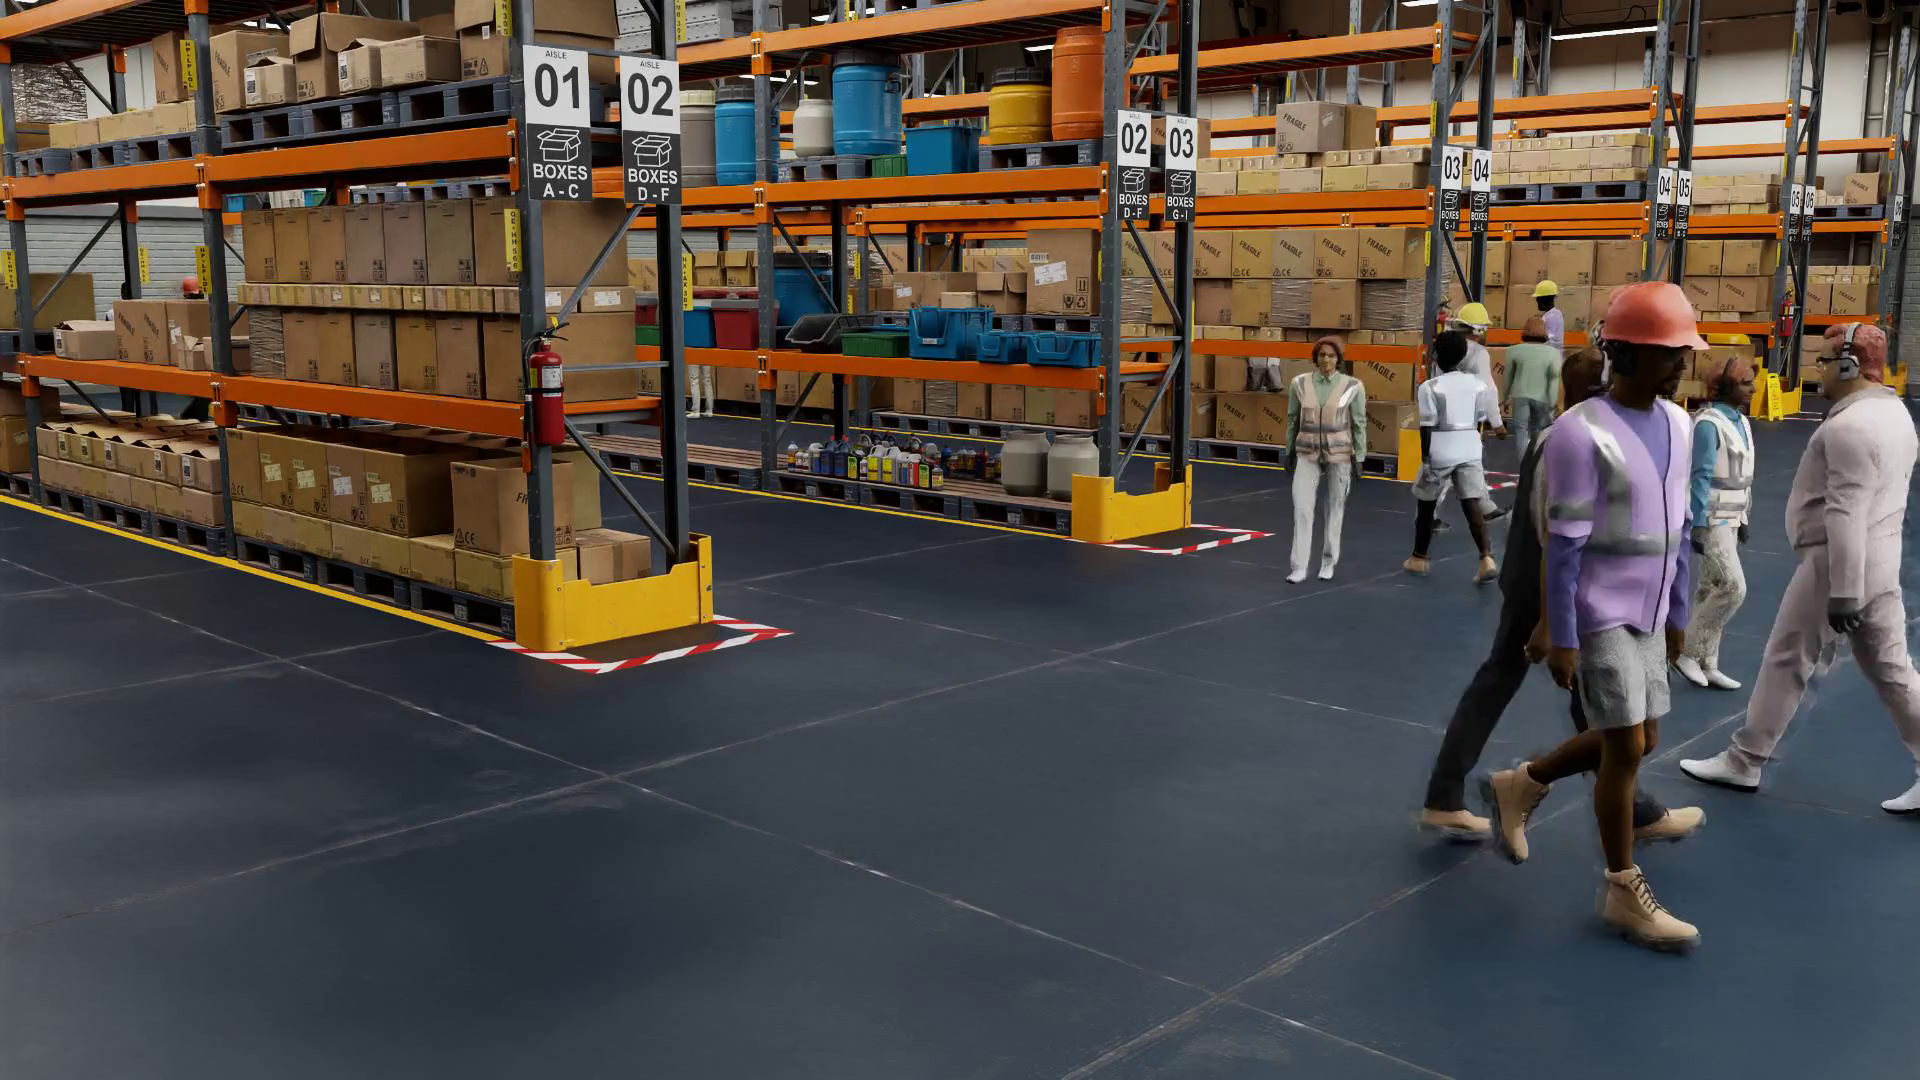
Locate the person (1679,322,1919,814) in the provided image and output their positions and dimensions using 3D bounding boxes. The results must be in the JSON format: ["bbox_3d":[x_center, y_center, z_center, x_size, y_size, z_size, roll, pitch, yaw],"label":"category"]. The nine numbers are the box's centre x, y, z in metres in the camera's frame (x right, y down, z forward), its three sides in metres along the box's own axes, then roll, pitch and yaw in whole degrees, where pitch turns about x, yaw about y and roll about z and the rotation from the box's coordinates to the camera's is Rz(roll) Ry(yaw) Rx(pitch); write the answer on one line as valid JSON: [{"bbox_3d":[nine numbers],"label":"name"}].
[{"bbox_3d":[3.384,0.107,6.316,0.660,1.859,1.009,-9,13,-43],"label":"person"}]

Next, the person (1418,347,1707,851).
[{"bbox_3d":[2.111,0.216,5.841,1.001,1.786,0.544,1,9,4],"label":"person"}]

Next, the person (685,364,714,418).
[{"bbox_3d":[-3.617,-2.499,22.948,0.507,1.631,0.276,-8,12,-41],"label":"person"}]

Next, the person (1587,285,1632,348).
[{"bbox_3d":[5.687,-1.263,14.531,0.675,1.915,0.546,-8,12,-40],"label":"person"}]

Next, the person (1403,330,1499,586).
[{"bbox_3d":[3.237,-0.542,10.882,0.542,1.660,0.870,-2,10,-14],"label":"person"}]

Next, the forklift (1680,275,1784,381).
[{"bbox_3d":[12.480,-3.427,27.053,1.214,2.155,2.313,9,13,43],"label":"forklift"}]

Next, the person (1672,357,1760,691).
[{"bbox_3d":[3.693,-0.072,8.060,0.370,1.625,0.536,8,12,41],"label":"person"}]

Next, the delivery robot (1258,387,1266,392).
[{"bbox_3d":[3.866,-1.719,21.309,0.477,0.478,0.707,-8,12,-41],"label":"delivery robot"}]

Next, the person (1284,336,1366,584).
[{"bbox_3d":[2.344,-0.506,10.771,0.545,1.602,0.757,4,10,23],"label":"person"}]

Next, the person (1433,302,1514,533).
[{"bbox_3d":[3.982,-0.951,12.997,0.915,1.782,0.601,-2,9,-10],"label":"person"}]

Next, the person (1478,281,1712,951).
[{"bbox_3d":[2.003,0.204,5.222,0.614,2.020,0.789,-6,11,-33],"label":"person"}]

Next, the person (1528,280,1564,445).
[{"bbox_3d":[6.831,-2.062,19.400,0.383,1.919,0.598,3,10,19],"label":"person"}]

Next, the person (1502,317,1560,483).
[{"bbox_3d":[5.508,-1.356,16.085,0.508,1.582,0.887,2,10,14],"label":"person"}]

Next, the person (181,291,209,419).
[{"bbox_3d":[-10.405,-2.518,22.575,0.872,1.799,0.589,8,12,39],"label":"person"}]

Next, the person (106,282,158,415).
[{"bbox_3d":[-9.436,-2.009,19.078,0.590,1.917,0.396,-3,10,-17],"label":"person"}]

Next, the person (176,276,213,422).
[{"bbox_3d":[-9.059,-2.136,19.694,0.565,1.968,0.641,2,9,9],"label":"person"}]

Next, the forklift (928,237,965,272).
[{"bbox_3d":[-0.326,-5.817,39.609,1.129,2.768,1.873,9,13,43],"label":"forklift"}]

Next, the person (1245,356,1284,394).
[{"bbox_3d":[3.606,-2.085,19.659,0.554,1.895,0.960,-2,9,-9],"label":"person"}]
